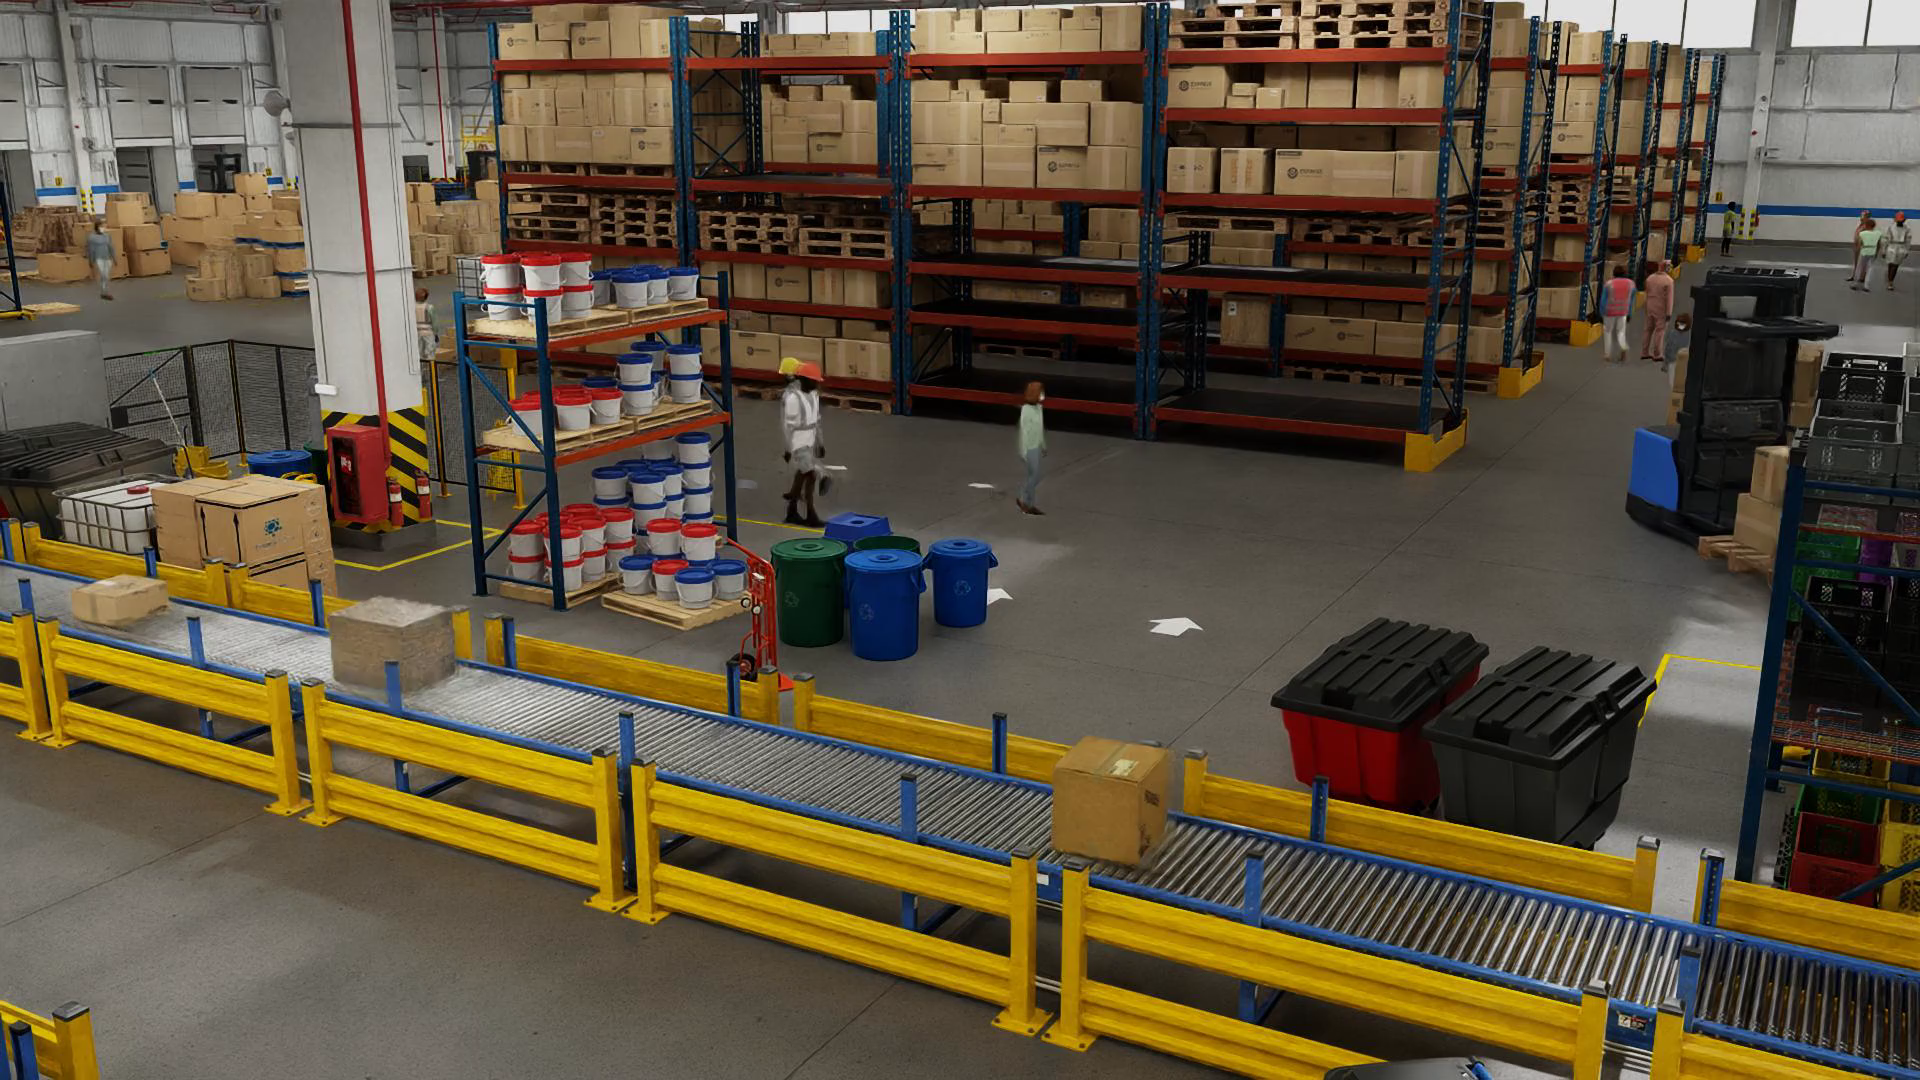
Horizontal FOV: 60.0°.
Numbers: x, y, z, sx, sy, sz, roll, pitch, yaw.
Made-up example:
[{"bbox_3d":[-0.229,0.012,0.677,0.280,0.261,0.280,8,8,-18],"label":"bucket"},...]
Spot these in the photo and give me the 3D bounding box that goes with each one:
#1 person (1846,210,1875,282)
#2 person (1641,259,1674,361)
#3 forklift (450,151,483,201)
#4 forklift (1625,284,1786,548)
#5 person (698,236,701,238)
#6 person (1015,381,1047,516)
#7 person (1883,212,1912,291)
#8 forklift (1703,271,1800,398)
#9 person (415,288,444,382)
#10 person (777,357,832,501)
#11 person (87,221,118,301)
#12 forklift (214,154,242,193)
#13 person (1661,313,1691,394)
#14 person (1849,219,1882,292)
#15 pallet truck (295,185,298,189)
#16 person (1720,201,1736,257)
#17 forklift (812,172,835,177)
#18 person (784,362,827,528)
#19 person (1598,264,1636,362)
[{"bbox_3d":[24.103,-7.851,44.476,0.407,1.910,0.638,0,15,-1],"label":"person"},{"bbox_3d":[13.104,-4.298,31.147,0.399,1.900,0.643,-6,16,-22],"label":"person"},{"bbox_3d":[-18.740,-13.643,64.388,1.873,2.768,1.129,0,15,1],"label":"forklift"},{"bbox_3d":[8.474,-1.429,18.474,1.129,2.768,1.873,-2,15,-8],"label":"forklift"},{"bbox_3d":[-6.601,-7.097,42.249,0.516,1.594,0.855,-4,15,-14],"label":"person"},{"bbox_3d":[0.882,-1.065,19.500,0.343,1.617,0.524,7,16,23],"label":"person"},{"bbox_3d":[23.883,-7.341,42.404,0.601,1.977,1.038,5,16,20],"label":"person"},{"bbox_3d":[9.269,-1.763,19.726,1.129,2.768,1.873,8,17,27],"label":"forklift"},{"bbox_3d":[-9.236,-3.532,28.746,0.512,1.644,0.307,5,16,19],"label":"person"},{"bbox_3d":[-1.915,-1.329,20.152,0.562,1.808,0.607,8,17,27],"label":"person"},{"bbox_3d":[-20.758,-6.778,40.418,0.699,1.916,0.661,6,16,21],"label":"person"},{"bbox_3d":[-26.728,-12.764,61.082,1.873,2.768,1.129,8,17,28],"label":"forklift"},{"bbox_3d":[11.110,-2.703,25.666,0.526,1.618,0.367,13,20,41],"label":"person"},{"bbox_3d":[23.147,-7.274,42.494,0.579,1.806,0.869,3,15,11],"label":"person"},{"bbox_3d":[-26.804,-14.617,69.738,1.885,1.965,0.823,-14,20,-42],"label":"pallet truck"},{"bbox_3d":[23.880,-9.647,51.626,0.318,1.700,0.537,-1,15,-2],"label":"person"},{"bbox_3d":[-4.553,-11.251,55.397,1.129,2.768,1.873,8,17,27],"label":"forklift"},{"bbox_3d":[-1.698,-1.086,19.050,0.787,1.900,0.568,6,16,23],"label":"person"},{"bbox_3d":[12.197,-4.205,30.935,0.641,1.822,0.510,0,15,-1],"label":"person"}]
